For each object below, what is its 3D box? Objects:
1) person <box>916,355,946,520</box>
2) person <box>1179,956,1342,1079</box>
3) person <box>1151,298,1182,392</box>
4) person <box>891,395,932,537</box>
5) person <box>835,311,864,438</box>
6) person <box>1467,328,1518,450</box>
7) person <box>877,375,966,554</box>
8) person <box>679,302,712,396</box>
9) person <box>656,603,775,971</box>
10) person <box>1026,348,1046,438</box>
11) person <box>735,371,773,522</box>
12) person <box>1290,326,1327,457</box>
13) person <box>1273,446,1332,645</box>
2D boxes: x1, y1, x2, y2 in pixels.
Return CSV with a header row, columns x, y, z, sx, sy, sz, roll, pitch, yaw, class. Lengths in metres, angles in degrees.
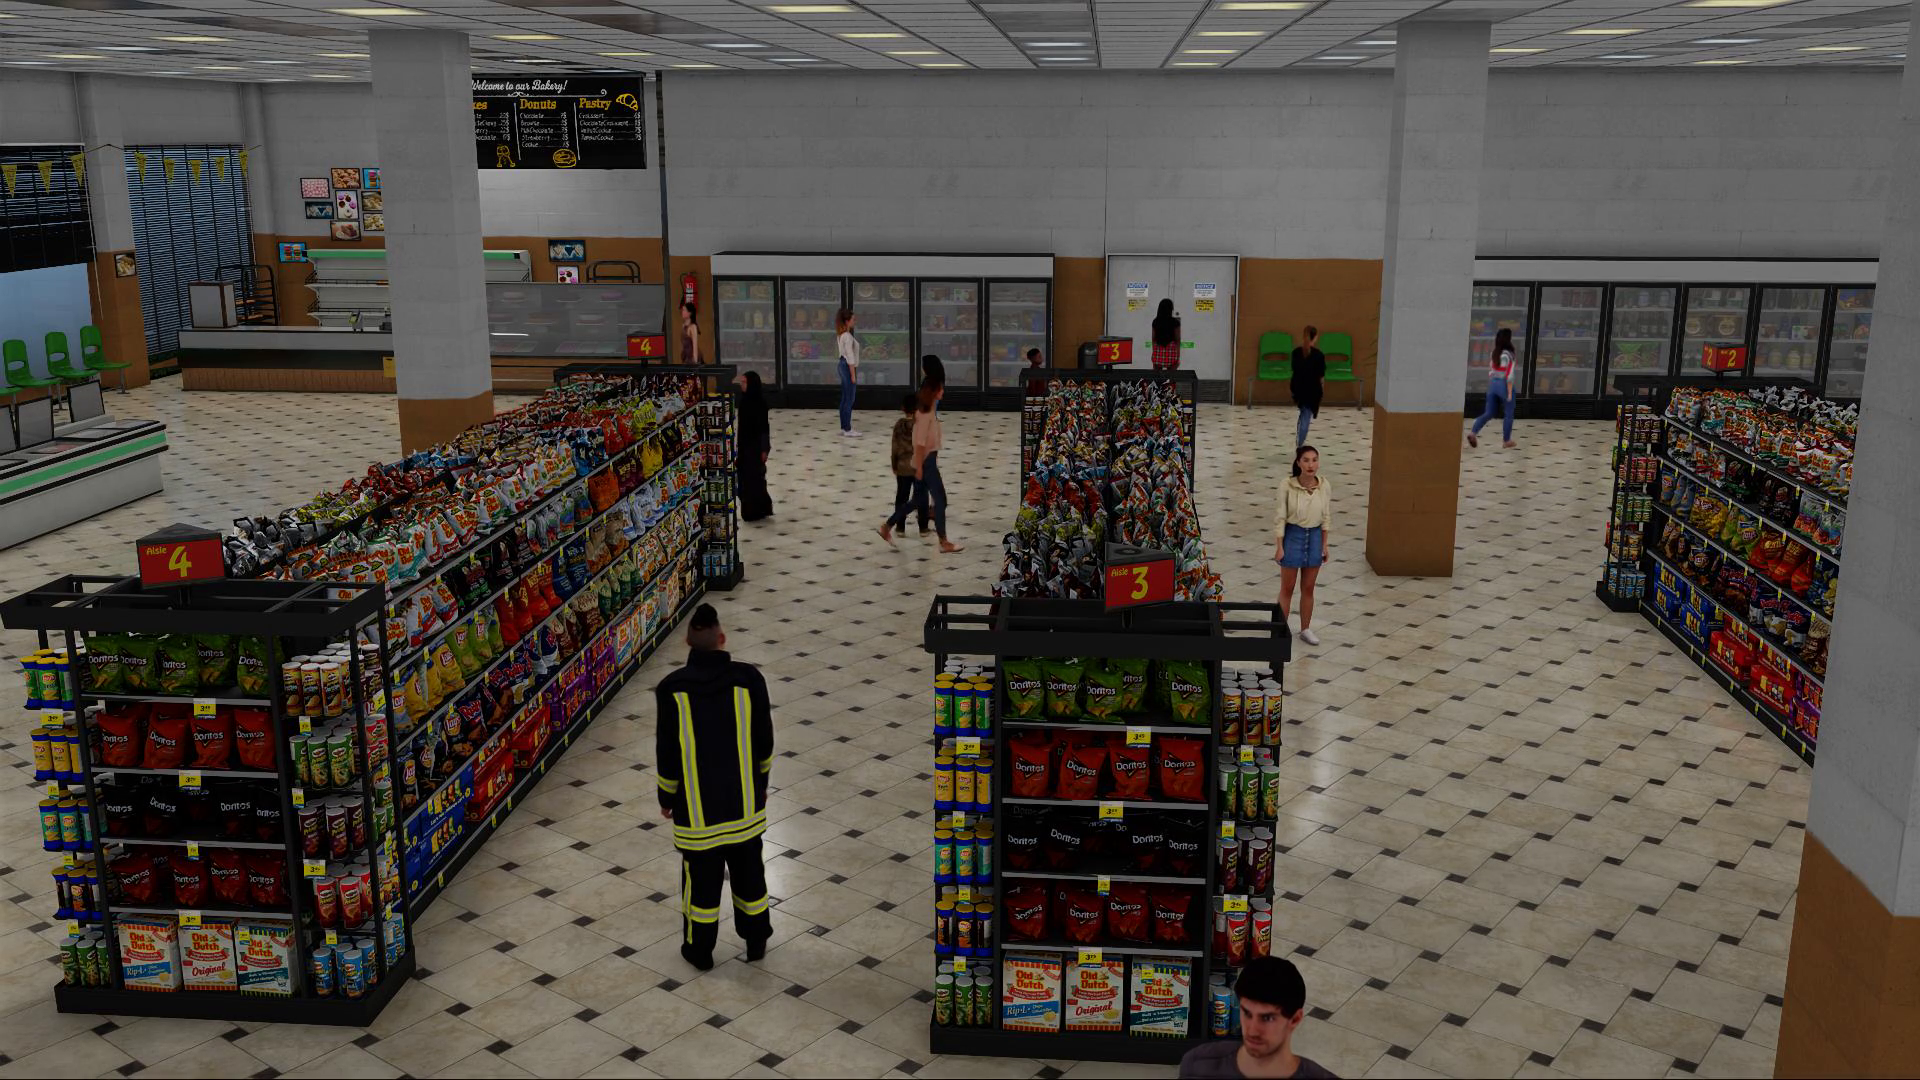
x,y,z,sx,sy,sz,roll,pitch,yaw,class
-0.316,-1.111,17.861,0.673,1.774,0.500,2,14,6,person
0.834,2.033,4.728,0.738,1.854,0.668,6,15,24,person
3.027,-2.696,24.492,0.696,1.728,0.707,6,15,25,person
-0.495,-0.767,17.129,0.578,1.450,0.539,2,14,7,person
-1.545,-2.287,22.823,0.739,1.721,0.600,-4,14,-16,person
6.981,-1.941,21.682,1.031,1.586,1.065,-8,16,-29,person
-0.436,-0.720,16.292,0.647,1.755,1.030,1,14,5,person
-3.722,-2.467,23.483,0.969,1.758,0.984,-7,15,-27,person
-1.198,1.196,8.156,0.858,1.866,0.855,-5,14,-19,person
0.984,-1.965,22.485,0.559,1.253,0.430,2,14,8,person
-2.149,-1.006,17.781,0.862,1.609,0.814,-9,16,-33,person
4.399,-1.894,21.308,0.785,1.671,0.838,12,18,40,person
2.755,0.038,13.424,0.696,1.631,0.649,-2,14,-10,person
